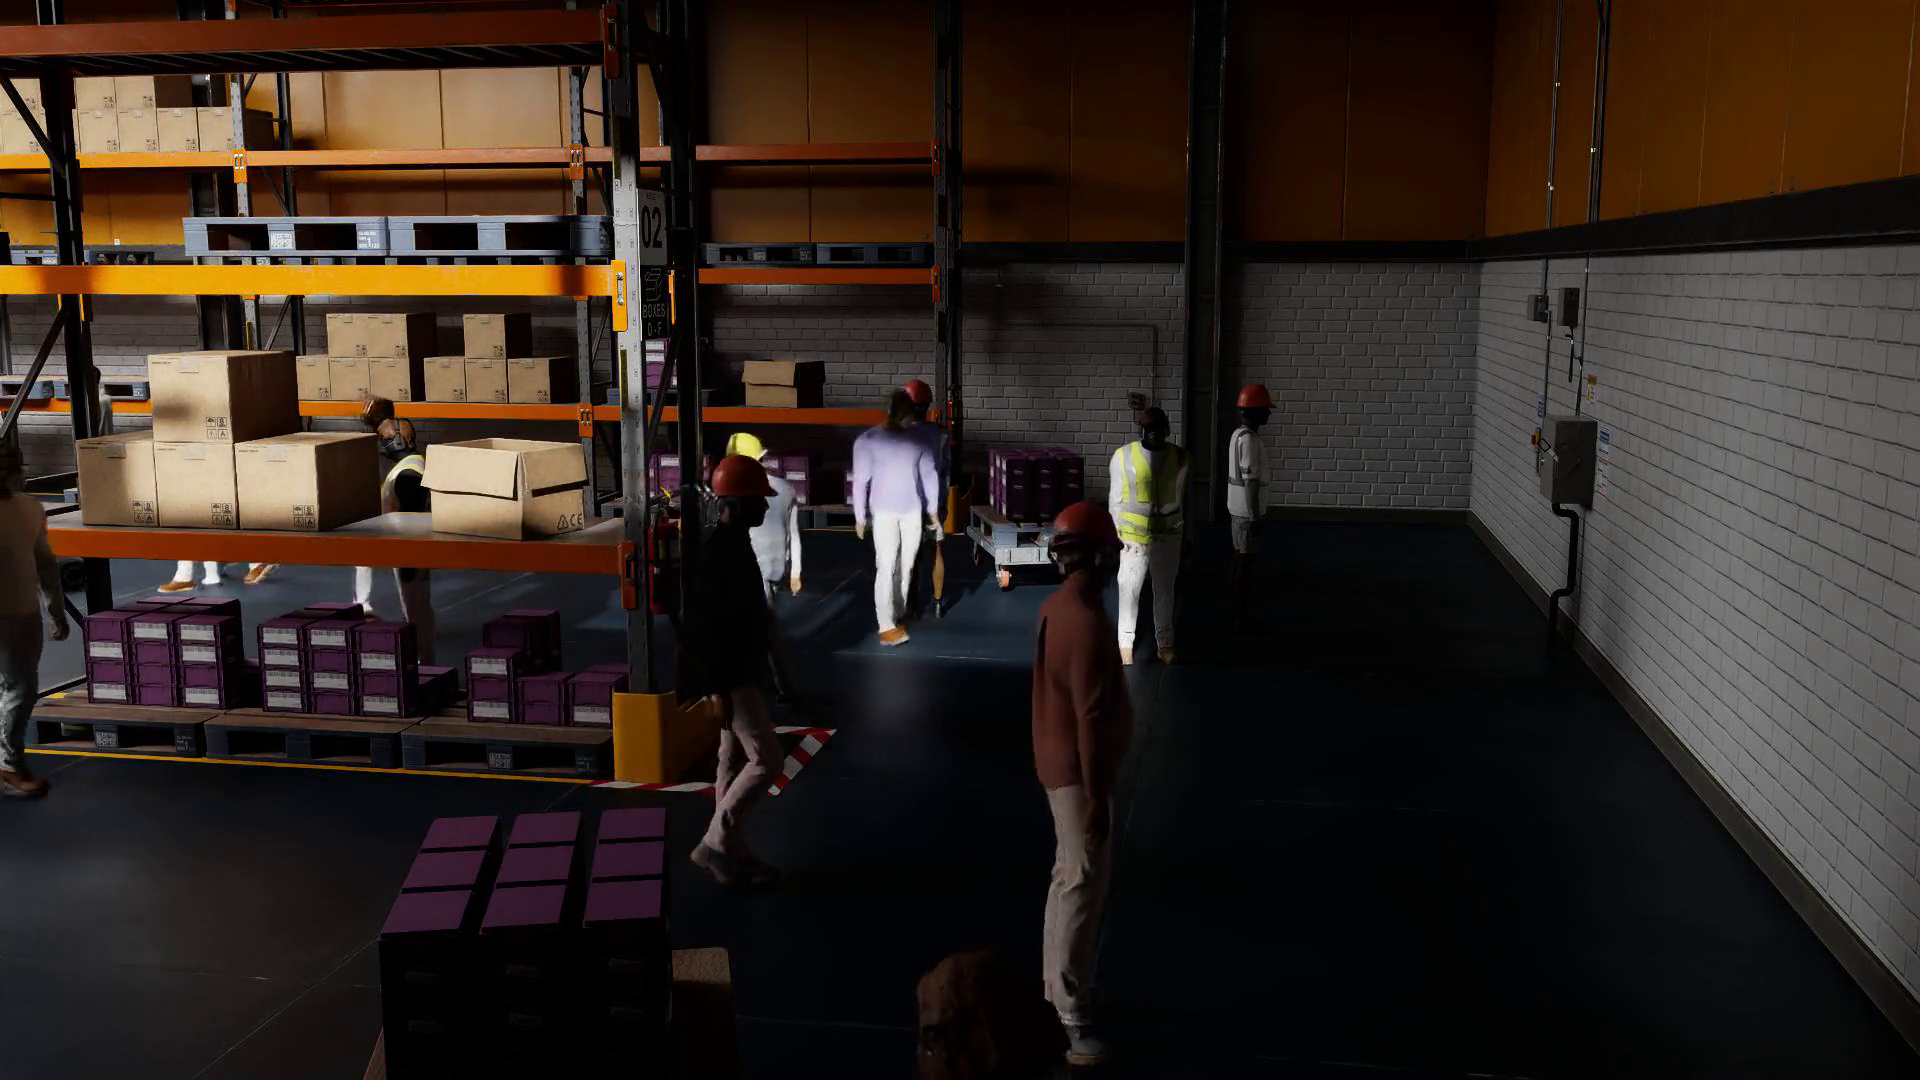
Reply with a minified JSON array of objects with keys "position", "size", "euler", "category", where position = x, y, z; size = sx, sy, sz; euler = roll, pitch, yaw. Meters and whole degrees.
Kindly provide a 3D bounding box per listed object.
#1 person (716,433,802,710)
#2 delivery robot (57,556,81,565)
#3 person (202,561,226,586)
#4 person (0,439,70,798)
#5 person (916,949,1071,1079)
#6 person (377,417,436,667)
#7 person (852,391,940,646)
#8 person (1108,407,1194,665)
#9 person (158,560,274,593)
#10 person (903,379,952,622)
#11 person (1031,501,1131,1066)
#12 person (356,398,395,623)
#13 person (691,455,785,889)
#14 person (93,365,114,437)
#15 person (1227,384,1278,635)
[{"position":[-1.319,0.191,10.736],"size":[0.935,1.775,0.592],"euler":[8,12,40],"category":"person"},{"position":[-8.091,0.133,14.568],"size":[0.707,0.478,0.477],"euler":[-7,12,-38],"category":"delivery robot"},{"position":[-6.766,-0.554,14.982],"size":[0.739,1.877,0.846],"euler":[-5,10,-28],"category":"person"},{"position":[-4.984,0.423,8.816],"size":[0.542,1.922,0.660],"euler":[2,9,9],"category":"person"},{"position":[0.098,1.527,2.961],"size":[0.323,1.599,0.555],"euler":[-5,10,-27],"category":"person"},{"position":[-3.713,0.092,11.165],"size":[0.429,1.836,0.625],"euler":[-4,10,-21],"category":"person"},{"position":[-0.458,-0.170,12.617],"size":[0.640,1.891,0.773],"euler":[-5,10,-26],"category":"person"},{"position":[1.366,-0.024,11.854],"size":[0.621,1.845,0.429],"euler":[-1,9,-6],"category":"person"},{"position":[-6.579,-0.469,14.617],"size":[0.895,1.851,0.603],"euler":[-7,12,-38],"category":"person"},{"position":[-0.337,-0.314,13.355],"size":[0.554,1.939,0.367],"euler":[-6,11,-31],"category":"person"},{"position":[0.453,0.863,6.025],"size":[0.362,1.965,0.774],"euler":[-1,9,-8],"category":"person"},{"position":[-4.432,-0.178,12.835],"size":[1.011,1.828,0.598],"euler":[8,12,42],"category":"person"},{"position":[-0.983,0.606,7.489],"size":[0.435,1.982,0.642],"euler":[0,9,0],"category":"person"},{"position":[-8.769,-0.853,16.920],"size":[0.319,1.865,0.521],"euler":[-1,9,-4],"category":"person"},{"position":[2.255,-0.238,12.882],"size":[0.360,1.938,0.545],"euler":[0,9,0],"category":"person"}]
